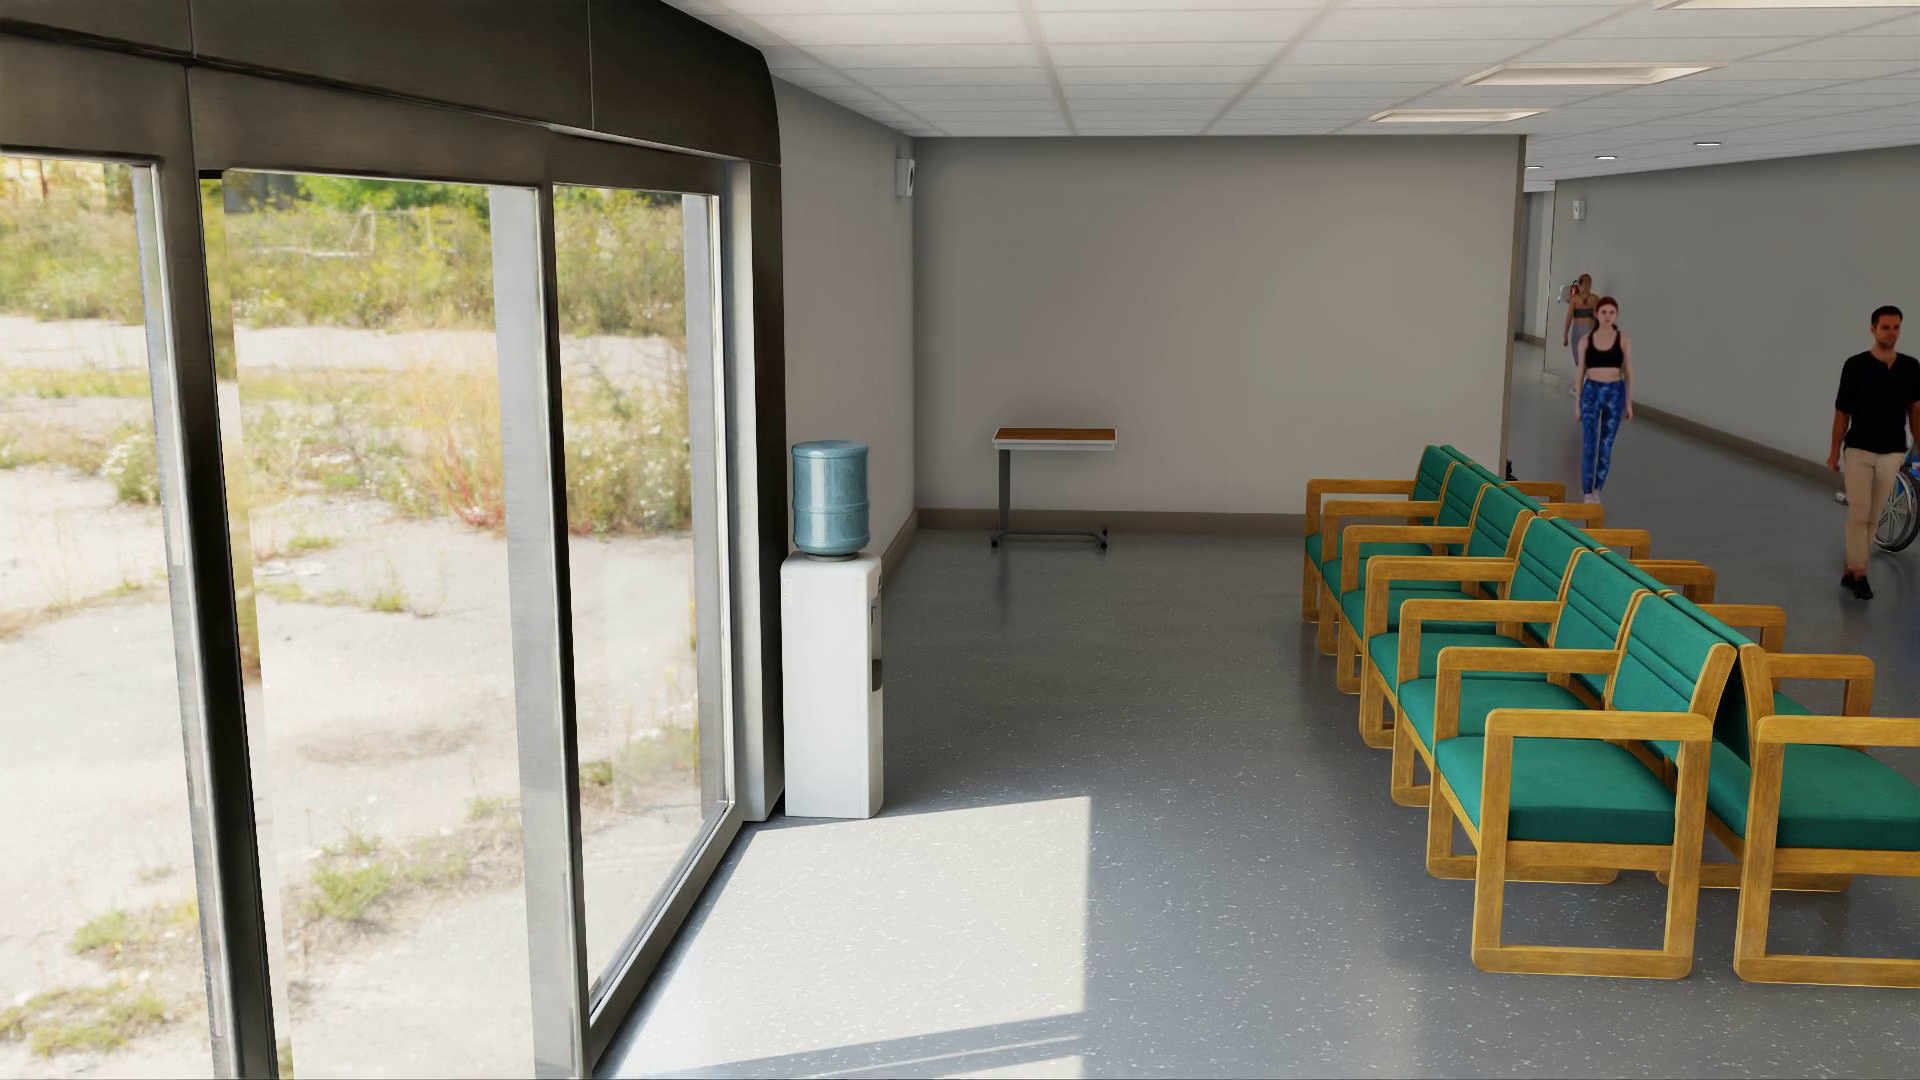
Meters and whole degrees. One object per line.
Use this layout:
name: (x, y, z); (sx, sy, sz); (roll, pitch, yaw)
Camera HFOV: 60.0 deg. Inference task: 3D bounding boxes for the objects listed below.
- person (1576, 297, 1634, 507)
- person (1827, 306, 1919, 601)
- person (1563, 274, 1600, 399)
person: (5.160, -1.042, 13.368); (1.071, 1.745, 0.796); (3, 11, 15)
person: (5.768, -0.557, 10.572); (0.806, 1.835, 0.725); (1, 11, 5)
person: (8.316, -2.668, 22.152); (1.038, 1.665, 0.675); (1, 11, 4)
